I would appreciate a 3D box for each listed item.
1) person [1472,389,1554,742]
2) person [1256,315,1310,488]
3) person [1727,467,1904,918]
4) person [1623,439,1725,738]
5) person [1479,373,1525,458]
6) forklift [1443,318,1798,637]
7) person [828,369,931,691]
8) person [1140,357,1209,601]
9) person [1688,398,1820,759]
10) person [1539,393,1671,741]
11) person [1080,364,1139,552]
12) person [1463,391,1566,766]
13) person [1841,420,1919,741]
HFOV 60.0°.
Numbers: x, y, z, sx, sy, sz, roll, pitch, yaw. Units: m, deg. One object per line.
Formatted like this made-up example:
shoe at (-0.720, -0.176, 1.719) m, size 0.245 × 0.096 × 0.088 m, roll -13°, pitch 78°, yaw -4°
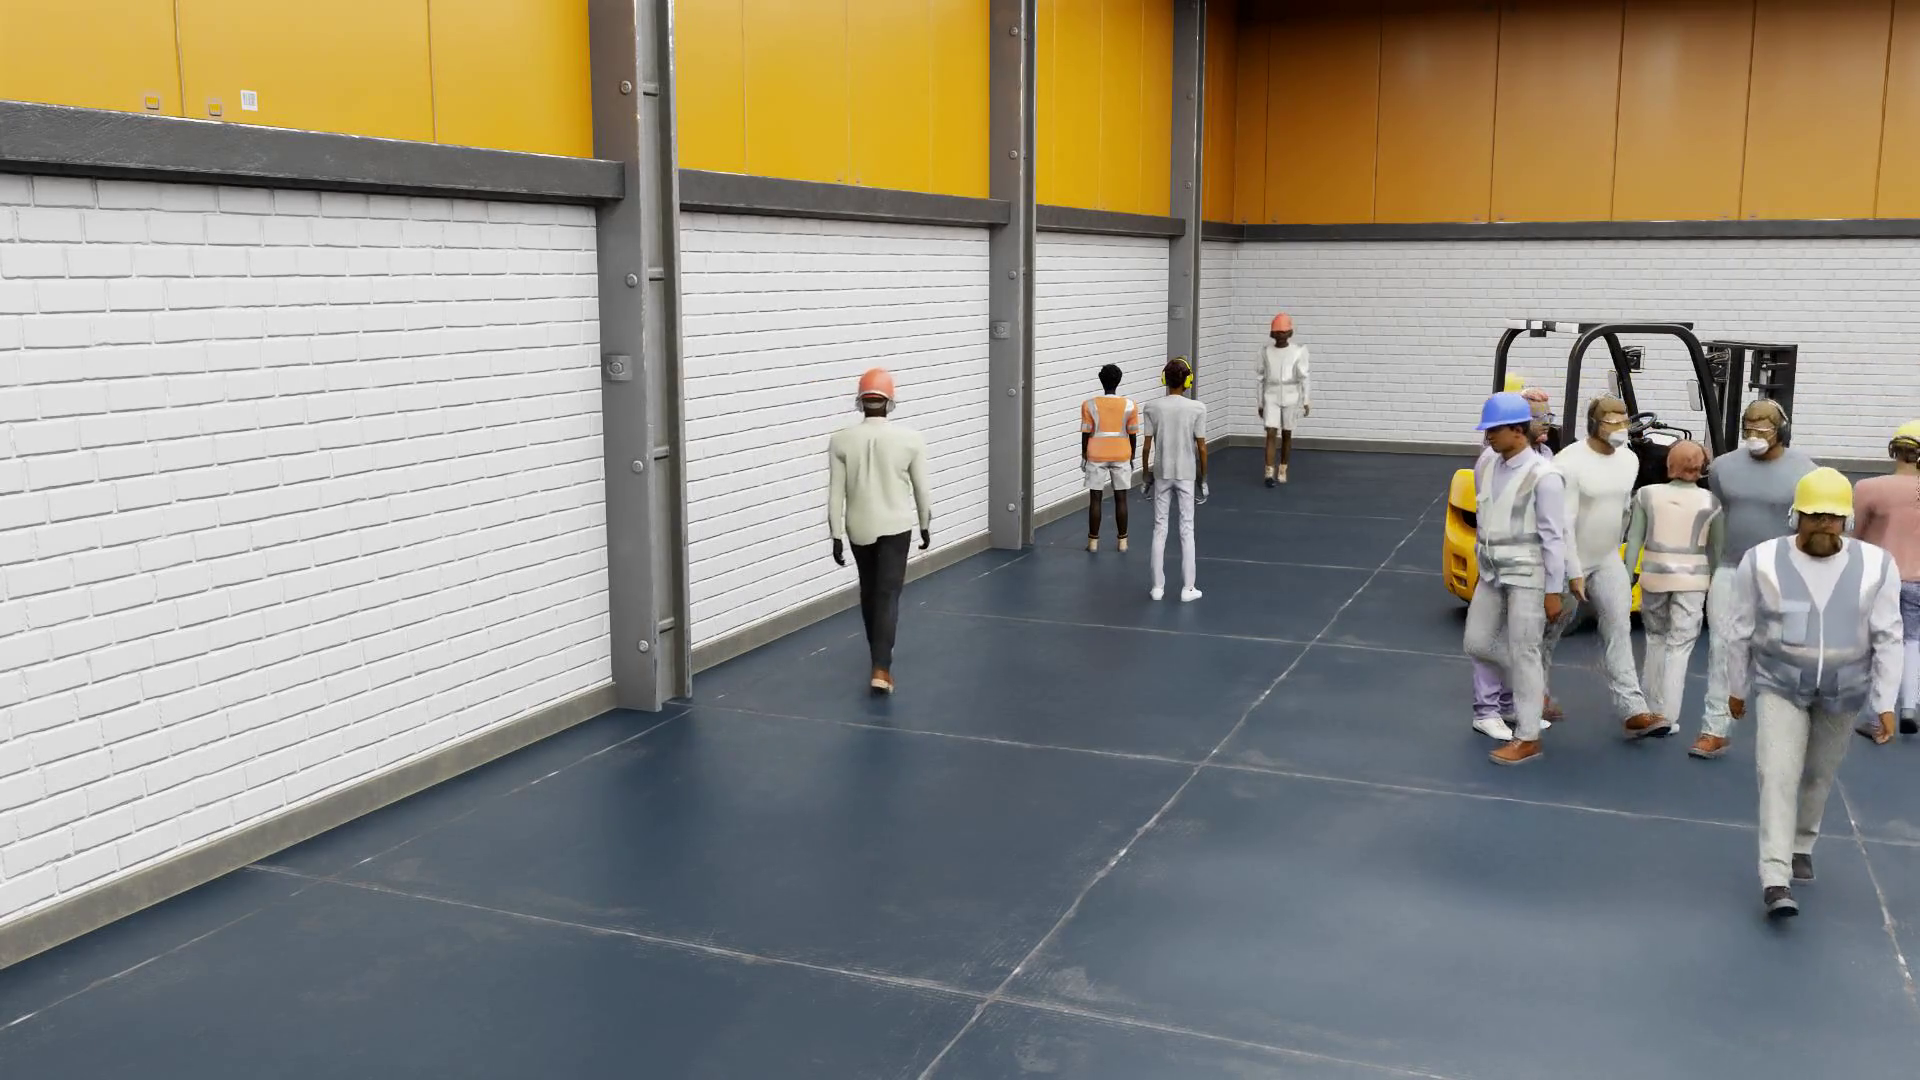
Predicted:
person at (3.062, 0.128, 9.075) m, size 0.652 × 1.906 × 0.404 m, roll -9°, pitch 13°, yaw -42°
person at (3.741, -1.610, 19.332) m, size 0.637 × 1.987 × 1.030 m, roll 2°, pitch 10°, yaw 12°
person at (3.391, 0.595, 6.619) m, size 0.599 × 1.774 × 0.948 m, roll 3°, pitch 10°, yaw 18°
person at (3.962, 0.252, 9.166) m, size 0.535 × 1.617 × 0.610 m, roll 7°, pitch 12°, yaw 38°
person at (4.386, -0.474, 13.309) m, size 0.912 × 1.719 × 0.548 m, roll -4°, pitch 10°, yaw -22°
forklift at (4.706, -0.497, 11.990) m, size 2.313 × 2.155 × 1.214 m, roll -2°, pitch 10°, yaw -10°
person at (-0.499, -0.077, 10.243) m, size 0.611 × 1.946 × 1.077 m, roll 1°, pitch 9°, yaw 9°
person at (1.647, -0.460, 12.753) m, size 0.531 × 1.867 × 0.316 m, roll 3°, pitch 10°, yaw 16°
person at (4.254, 0.182, 8.804) m, size 0.998 × 1.898 × 0.640 m, roll -8°, pitch 12°, yaw -40°
person at (3.461, 0.143, 9.057) m, size 0.625 × 1.873 × 1.046 m, roll -4°, pitch 10°, yaw -20°
person at (1.337, -0.727, 14.912) m, size 0.531 × 1.689 × 0.321 m, roll -1°, pitch 9°, yaw -4°
person at (2.885, 0.195, 8.599) m, size 0.517 × 1.923 × 0.689 m, roll -3°, pitch 10°, yaw -19°
person at (5.048, 0.224, 8.990) m, size 0.539 × 1.741 × 0.380 m, roll 2°, pitch 10°, yaw 12°
